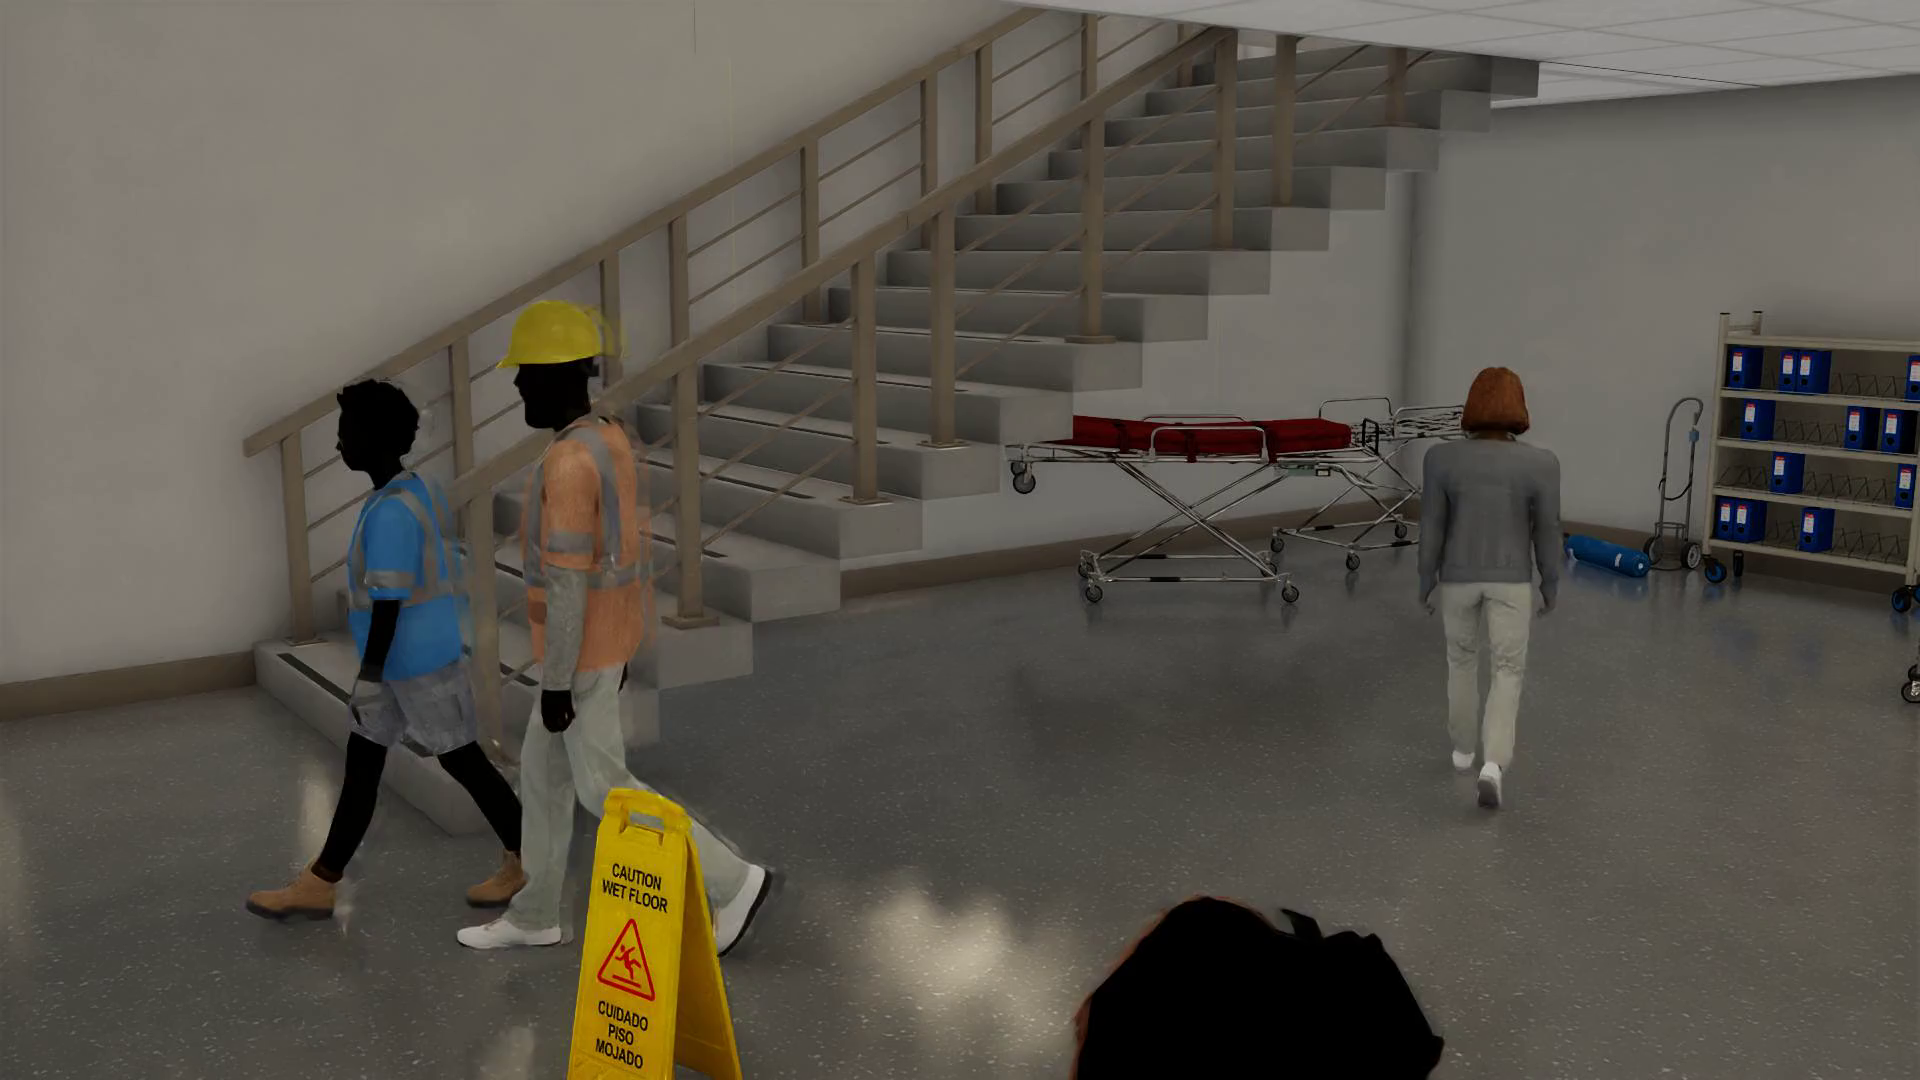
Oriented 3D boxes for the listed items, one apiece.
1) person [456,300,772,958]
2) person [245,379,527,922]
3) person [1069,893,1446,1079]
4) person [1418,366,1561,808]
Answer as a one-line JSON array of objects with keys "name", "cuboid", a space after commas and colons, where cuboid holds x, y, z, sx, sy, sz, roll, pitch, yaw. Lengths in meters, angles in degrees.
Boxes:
[{"name": "person", "cuboid": [-1.004, 0.275, 4.696, 0.866, 1.900, 0.594, -1, 10, -5]}, {"name": "person", "cuboid": [-1.679, 0.346, 4.978, 0.891, 1.646, 0.540, -4, 11, -21]}, {"name": "person", "cuboid": [0.156, 1.023, 1.112, 0.307, 1.636, 0.525, 3, 10, 18]}, {"name": "person", "cuboid": [1.955, 0.159, 6.186, 0.509, 1.607, 0.773, 5, 11, 25]}]
